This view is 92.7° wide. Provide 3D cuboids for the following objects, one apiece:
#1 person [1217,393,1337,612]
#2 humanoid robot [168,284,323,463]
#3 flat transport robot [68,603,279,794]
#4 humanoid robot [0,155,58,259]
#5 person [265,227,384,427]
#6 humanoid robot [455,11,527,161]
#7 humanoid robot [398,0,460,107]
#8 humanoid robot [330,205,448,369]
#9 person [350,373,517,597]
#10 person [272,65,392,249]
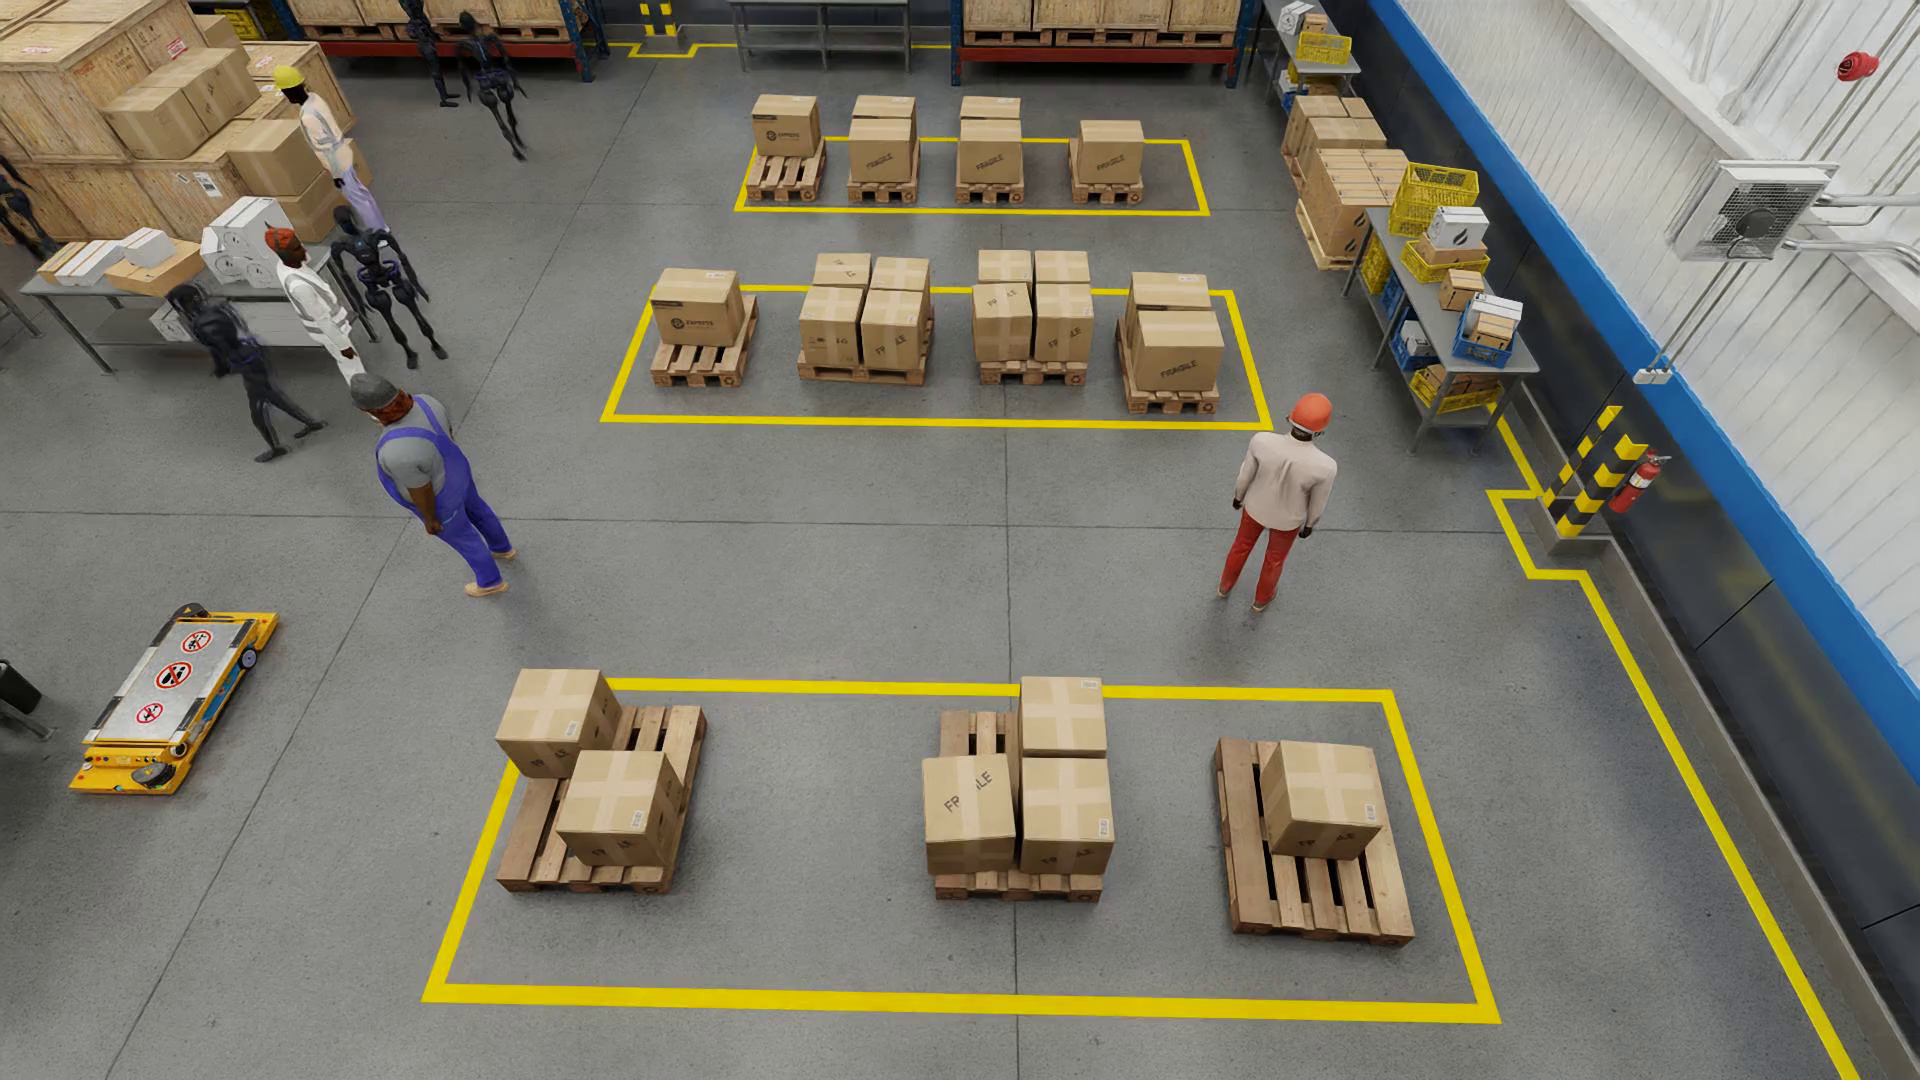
[{"bbox_3d":[2.211,-0.227,6.429,0.610,1.995,0.376,26,55,20],"label":"person"},{"bbox_3d":[-6.023,-1.378,7.623,0.679,1.630,0.592,-32,57,-24],"label":"humanoid robot"},{"bbox_3d":[-5.504,1.072,6.442,0.652,0.197,1.431,1,50,1],"label":"flat transport robot"},{"bbox_3d":[-9.992,-3.583,9.509,0.557,1.618,0.818,-37,59,-27],"label":"humanoid robot"},{"bbox_3d":[-5.344,-1.789,7.824,0.355,1.881,0.574,-30,56,-23],"label":"person"},{"bbox_3d":[-5.693,-5.544,11.148,0.604,1.634,0.726,-31,56,-24],"label":"humanoid robot"},{"bbox_3d":[-7.005,-6.601,12.020,0.326,1.657,0.596,-11,51,-9],"label":"humanoid robot"},{"bbox_3d":[-5.243,-2.290,8.375,0.594,1.651,0.360,-24,54,-19],"label":"humanoid robot"},{"bbox_3d":[-3.758,-0.376,6.526,0.536,2.000,0.686,-3,50,-2],"label":"person"},{"bbox_3d":[-6.601,-3.992,9.664,0.392,1.922,0.595,-16,52,-13],"label":"person"}]
